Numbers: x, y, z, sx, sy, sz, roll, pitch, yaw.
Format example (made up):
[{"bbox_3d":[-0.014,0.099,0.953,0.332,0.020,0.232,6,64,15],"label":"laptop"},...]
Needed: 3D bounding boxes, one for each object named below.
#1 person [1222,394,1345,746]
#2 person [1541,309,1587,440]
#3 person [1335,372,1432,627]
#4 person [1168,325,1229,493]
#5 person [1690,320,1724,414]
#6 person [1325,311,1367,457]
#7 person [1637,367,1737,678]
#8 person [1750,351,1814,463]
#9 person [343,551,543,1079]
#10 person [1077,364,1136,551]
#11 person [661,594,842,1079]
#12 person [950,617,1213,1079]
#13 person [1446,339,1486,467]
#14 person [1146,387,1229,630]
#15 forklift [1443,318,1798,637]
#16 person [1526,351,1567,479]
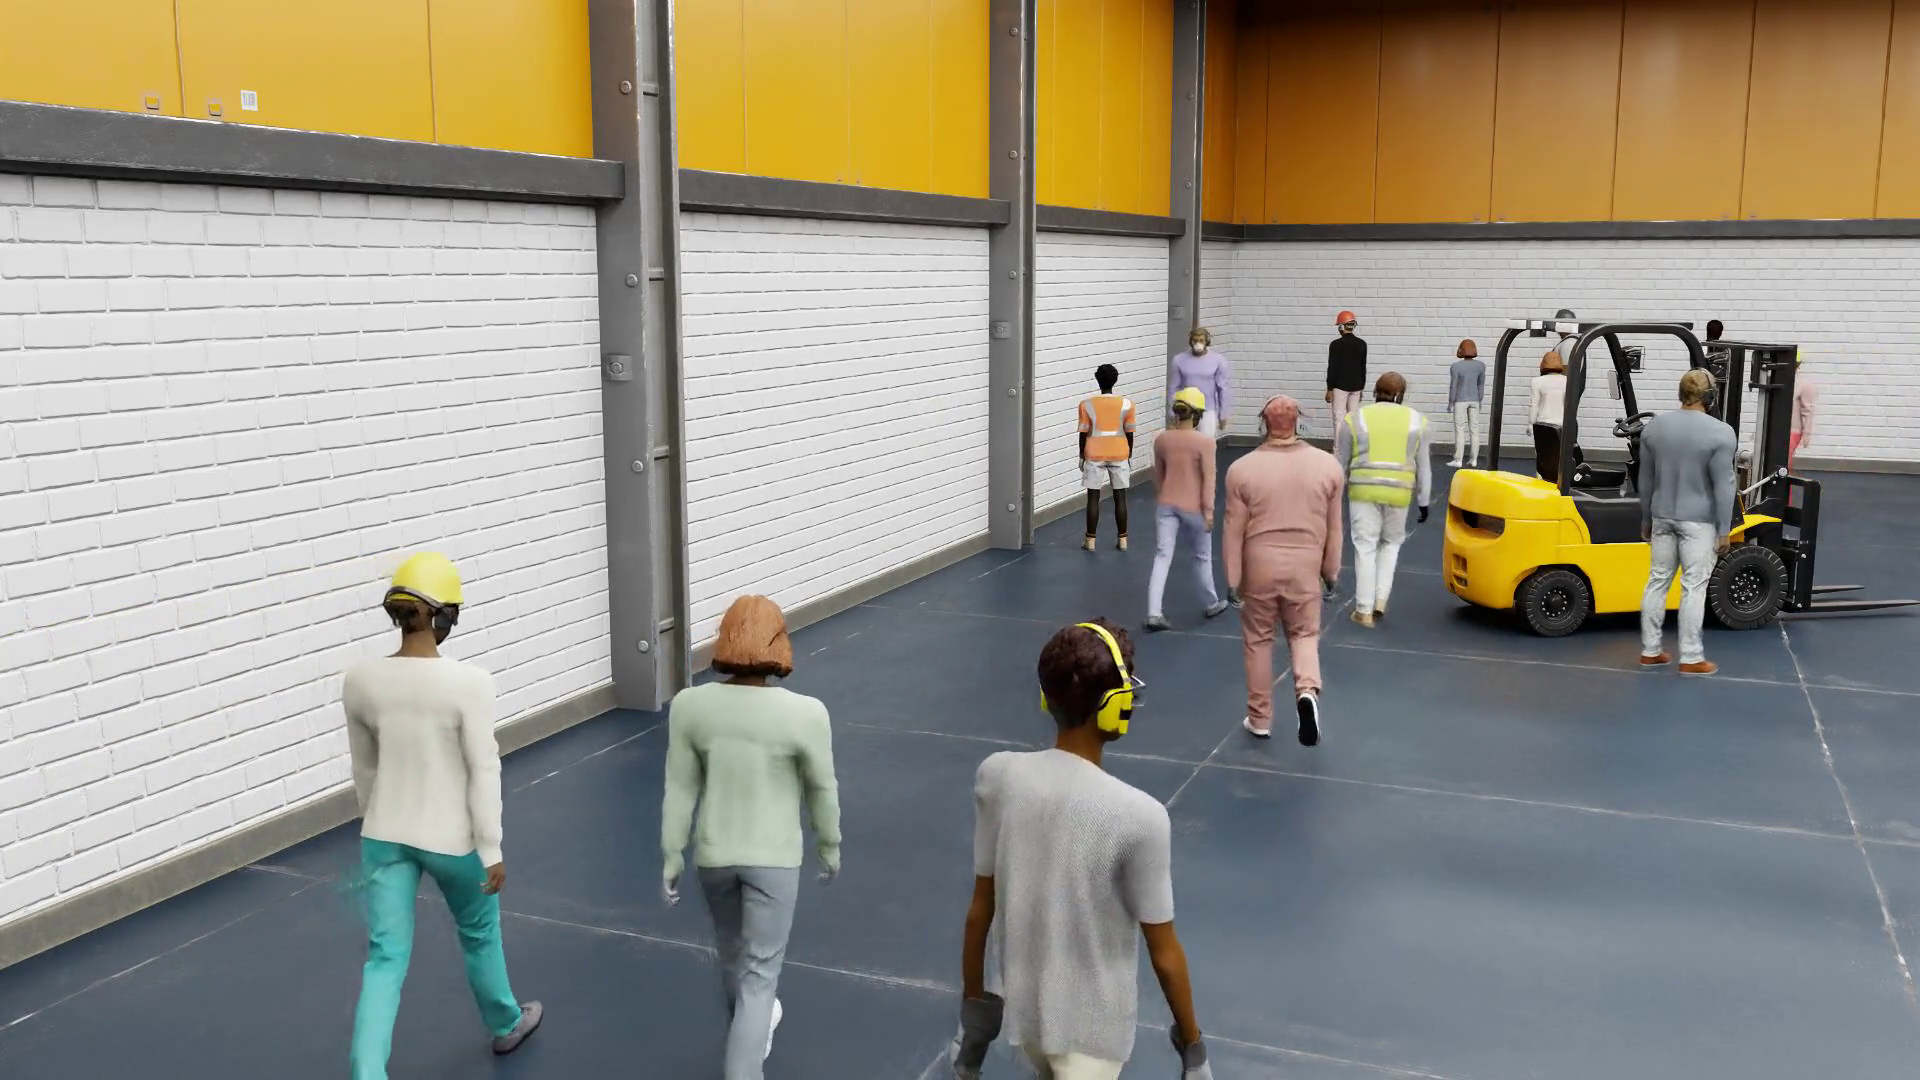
[{"bbox_3d":[1.714,0.173,8.849,0.656,1.888,0.672,0,9,1],"label":"person"},{"bbox_3d":[7.548,-1.883,20.852,0.536,2.000,0.680,5,11,29],"label":"person"},{"bbox_3d":[2.989,-0.288,11.885,0.713,1.809,0.475,1,9,6],"label":"person"},{"bbox_3d":[2.600,-1.379,18.165,0.642,1.927,0.478,4,10,21],"label":"person"},{"bbox_3d":[9.055,-1.689,20.046,0.587,1.920,0.397,0,9,-1],"label":"person"},{"bbox_3d":[4.997,-1.975,21.579,0.609,1.986,0.402,-5,11,-29],"label":"person"},{"bbox_3d":[4.546,-0.112,10.430,0.352,1.937,0.635,-6,11,-33],"label":"person"},{"bbox_3d":[8.338,-1.083,16.910,0.622,1.748,0.538,-4,10,-23],"label":"person"},{"bbox_3d":[-1.618,0.892,5.049,0.530,1.707,0.948,2,10,11],"label":"person"},{"bbox_3d":[1.319,-0.739,14.990,0.531,1.691,0.321,0,9,-3],"label":"person"},{"bbox_3d":[-0.603,0.950,5.048,0.504,1.593,0.794,3,10,16],"label":"person"},{"bbox_3d":[0.281,1.068,3.657,0.999,1.815,0.550,-9,13,-44],"label":"person"},{"bbox_3d":[6.454,-1.743,21.225,0.499,1.636,0.286,-3,10,-16],"label":"person"},{"bbox_3d":[1.598,-0.228,11.833,0.531,1.704,0.950,7,12,36],"label":"person"},{"bbox_3d":[4.706,-0.497,11.990,2.313,2.155,1.214,-2,10,-10],"label":"forklift"},{"bbox_3d":[6.479,-1.256,18.285,0.507,1.631,0.274,-1,9,-6],"label":"person"}]
